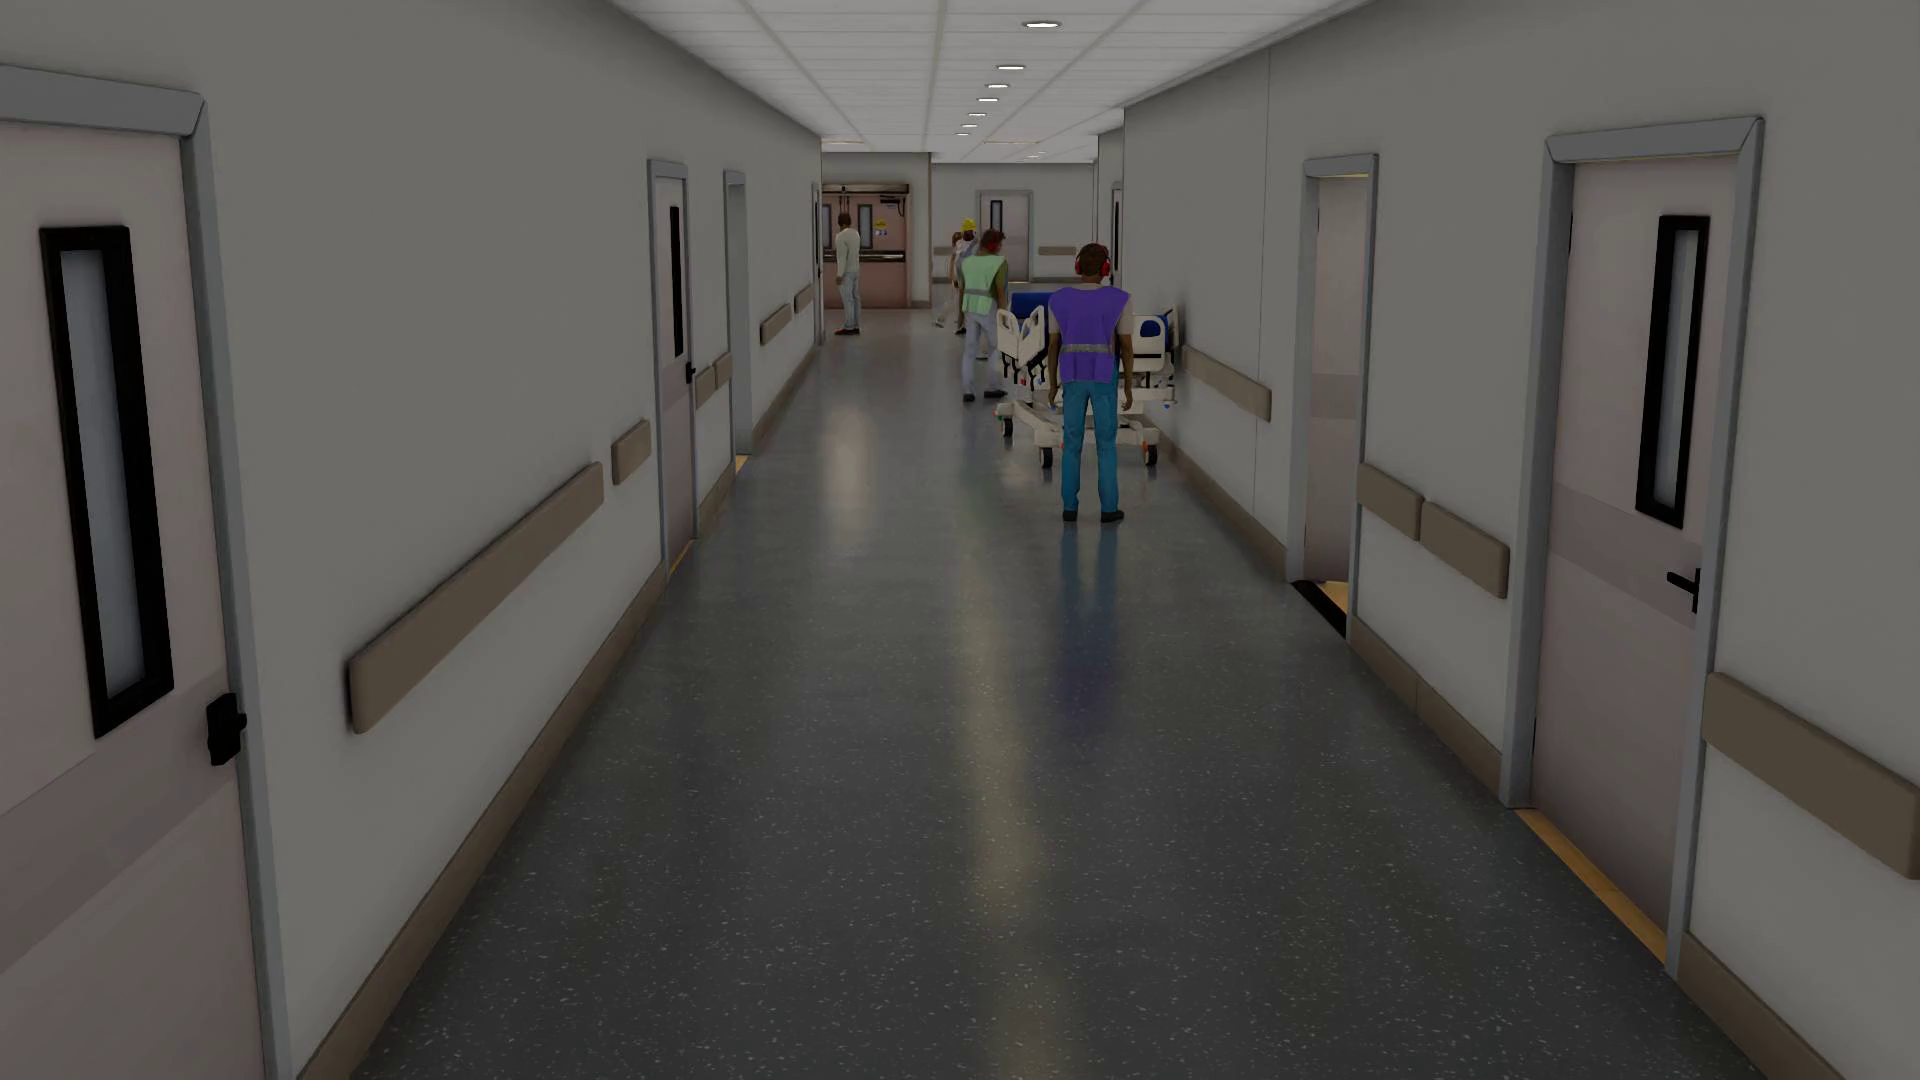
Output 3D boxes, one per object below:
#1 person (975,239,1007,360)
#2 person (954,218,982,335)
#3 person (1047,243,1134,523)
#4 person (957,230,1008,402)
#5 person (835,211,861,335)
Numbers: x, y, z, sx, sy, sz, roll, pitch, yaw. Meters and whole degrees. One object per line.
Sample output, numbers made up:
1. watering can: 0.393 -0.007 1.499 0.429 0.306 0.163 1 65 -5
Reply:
1. person: 0.422 -3.200 22.128 0.556 1.622 0.332 -8 14 -35
2. person: 0.143 -4.133 26.177 0.592 1.824 0.403 9 15 38
3. person: 0.856 -1.028 10.987 0.572 1.843 0.373 3 12 13
4. person: 0.261 -2.382 17.681 0.694 1.794 0.781 8 14 33
5. person: -1.774 -4.188 26.161 0.379 1.937 0.629 5 13 23
